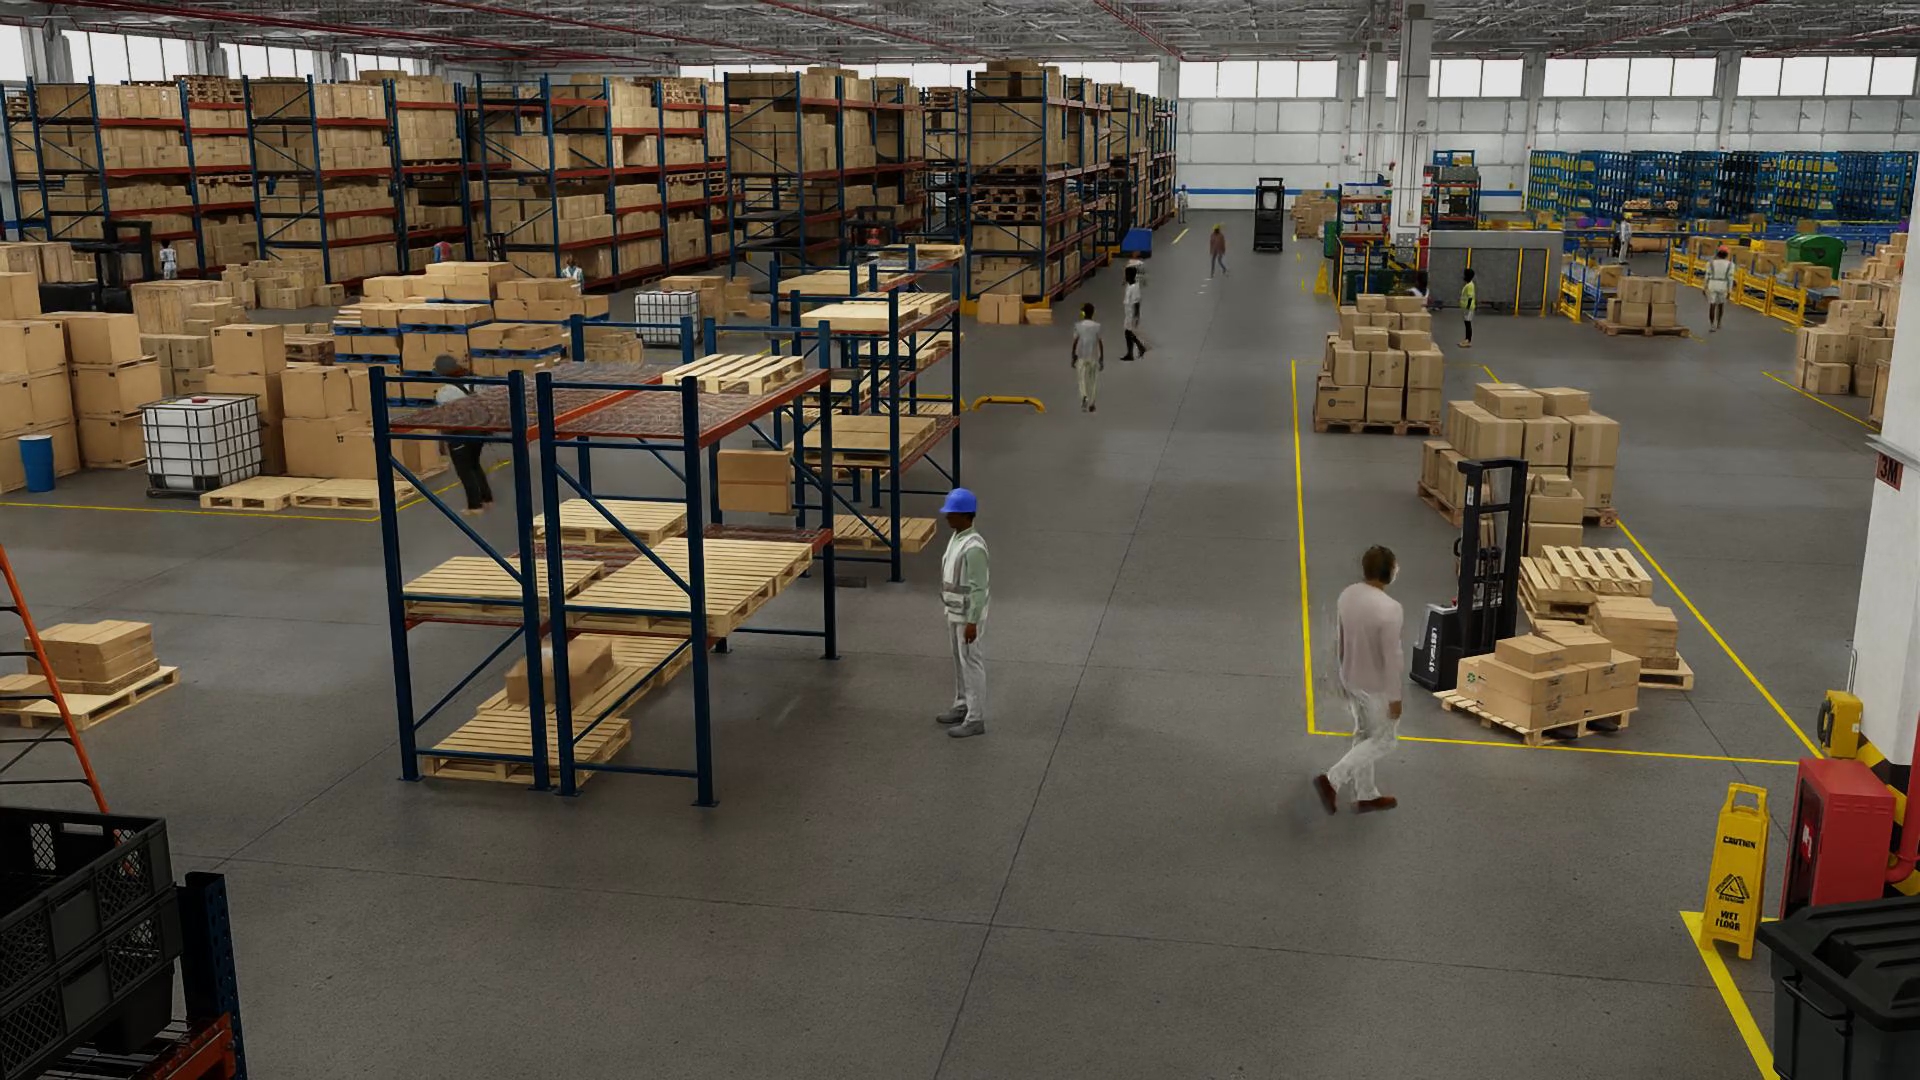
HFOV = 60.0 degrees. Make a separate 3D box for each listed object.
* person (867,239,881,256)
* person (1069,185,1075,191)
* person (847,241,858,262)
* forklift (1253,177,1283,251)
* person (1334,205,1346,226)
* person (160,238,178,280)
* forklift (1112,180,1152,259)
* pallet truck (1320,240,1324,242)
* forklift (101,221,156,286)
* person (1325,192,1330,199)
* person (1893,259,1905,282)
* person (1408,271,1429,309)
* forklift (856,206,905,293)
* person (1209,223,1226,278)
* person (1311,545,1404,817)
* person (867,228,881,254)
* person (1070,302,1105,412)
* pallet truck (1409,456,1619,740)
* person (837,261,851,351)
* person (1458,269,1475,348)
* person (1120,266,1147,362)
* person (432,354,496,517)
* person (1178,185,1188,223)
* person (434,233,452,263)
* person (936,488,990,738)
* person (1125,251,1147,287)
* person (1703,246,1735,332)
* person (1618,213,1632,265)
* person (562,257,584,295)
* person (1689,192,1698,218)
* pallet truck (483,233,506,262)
[{"bbox_3d":[-2.201,-6.824,42.977,0.551,1.890,1.019,5,15,18],"label":"person"},{"bbox_3d":[5.941,-18.079,88.851,0.595,1.788,0.903,-1,14,-4],"label":"person"},{"bbox_3d":[-2.788,-6.656,42.255,0.962,1.911,0.637,-12,18,-40],"label":"person"},{"bbox_3d":[12.083,-12.747,64.956,1.129,2.768,1.873,3,14,10],"label":"forklift"},{"bbox_3d":[14.432,-11.779,63.100,0.897,1.873,0.649,-12,18,-40],"label":"person"},{"bbox_3d":[-21.969,-7.521,46.173,0.319,1.697,0.532,4,14,17],"label":"person"},{"bbox_3d":[6.082,-11.722,60.796,1.873,2.768,1.129,2,14,9],"label":"forklift"},{"bbox_3d":[15.874,-13.227,70.310,0.680,1.201,1.601,10,17,35],"label":"pallet truck"},{"bbox_3d":[-16.772,-5.071,33.793,1.129,2.768,1.873,3,14,10],"label":"forklift"},{"bbox_3d":[18.440,-16.608,83.229,0.738,1.611,0.524,5,15,20],"label":"person"},{"bbox_3d":[20.110,-5.028,35.568,1.022,1.942,0.621,-6,15,-23],"label":"person"},{"bbox_3d":[9.039,-4.394,33.055,0.597,1.905,0.624,-12,18,-40],"label":"person"},{"bbox_3d":[-2.027,-6.728,40.519,1.129,2.768,1.873,3,14,10],"label":"forklift"},{"bbox_3d":[8.265,-9.276,53.207,0.566,1.738,0.611,11,18,39],"label":"person"},{"bbox_3d":[2.711,0.974,11.224,0.655,1.924,0.643,-4,14,-17],"label":"person"},{"bbox_3d":[-2.373,-7.585,45.826,0.394,1.990,0.618,-10,17,-36],"label":"person"},{"bbox_3d":[2.127,-3.013,27.566,0.587,1.848,0.507,0,14,-2],"label":"person"},{"bbox_3d":[4.504,0.400,13.395,0.823,1.965,1.885,-6,15,-23],"label":"pallet truck"},{"bbox_3d":[-2.408,-5.000,35.482,0.569,1.919,0.642,13,19,43],"label":"person"},{"bbox_3d":[10.985,-5.021,36.023,0.317,1.695,0.540,3,14,12],"label":"person"},{"bbox_3d":[3.491,-4.574,33.695,0.459,1.942,0.632,-4,14,-16],"label":"person"},{"bbox_3d":[-6.052,-1.292,20.176,0.593,2.000,0.703,6,15,23],"label":"person"},{"bbox_3d":[11.287,-16.994,84.123,0.614,1.943,0.405,-7,16,-28],"label":"person"},{"bbox_3d":[-14.414,-7.627,46.337,0.429,1.836,0.633,6,15,25],"label":"person"},{"bbox_3d":[0.028,0.553,12.876,0.390,1.946,0.614,-4,14,-15],"label":"person"},{"bbox_3d":[4.543,-6.650,42.841,0.543,1.585,0.874,7,16,27],"label":"person"},{"bbox_3d":[17.738,-5.876,38.914,0.614,1.986,1.088,5,15,20],"label":"person"},{"bbox_3d":[23.224,-10.507,58.054,0.403,1.818,0.601,9,17,33],"label":"person"},{"bbox_3d":[-9.341,-6.018,40.206,0.528,1.630,0.320,-1,14,-3],"label":"person"},{"bbox_3d":[35.462,-16.083,80.334,1.036,2.002,0.611,3,14,13],"label":"person"},{"bbox_3d":[-11.832,-7.026,43.548,1.885,1.965,0.823,8,16,28],"label":"pallet truck"}]
